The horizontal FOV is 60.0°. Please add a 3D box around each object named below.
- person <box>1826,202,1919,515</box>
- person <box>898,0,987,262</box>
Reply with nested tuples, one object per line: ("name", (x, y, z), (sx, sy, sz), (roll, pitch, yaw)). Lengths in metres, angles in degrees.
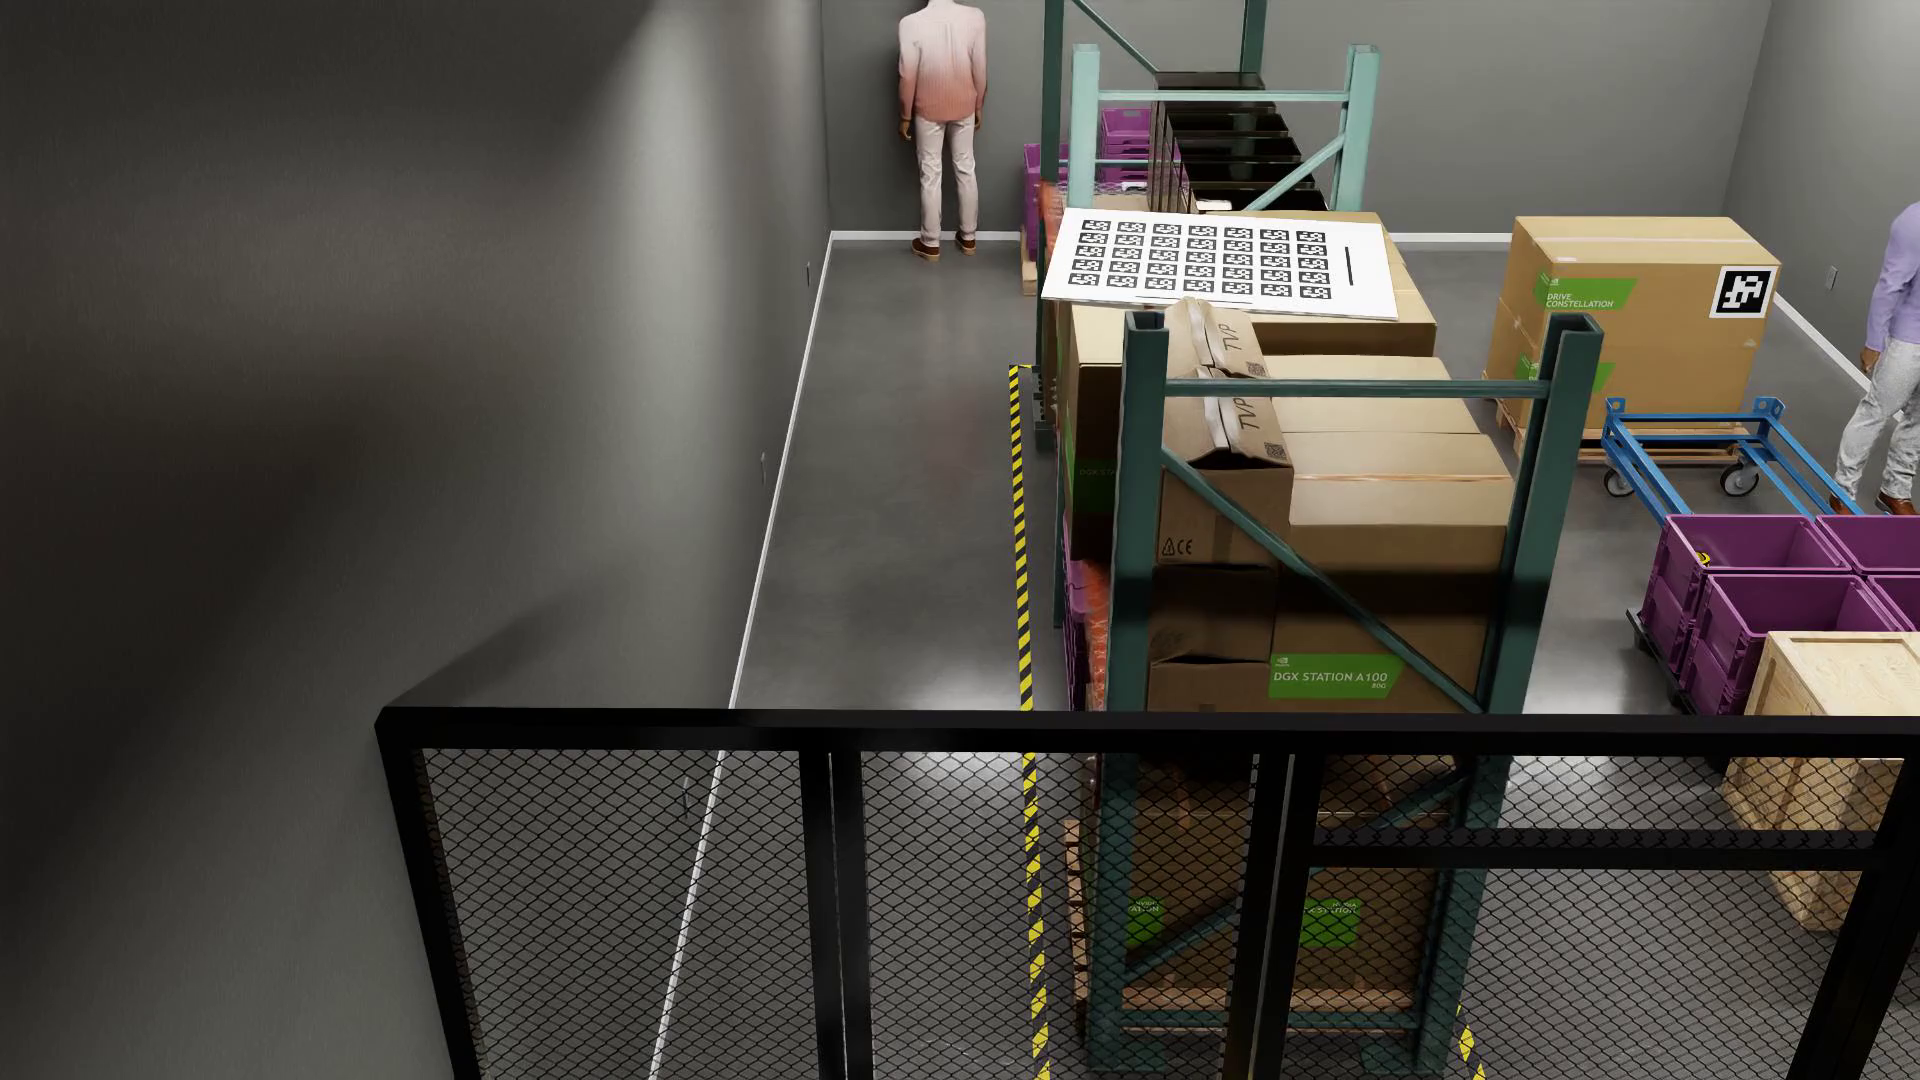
("person", (4.532, -0.938, 7.774), (0.635, 1.937, 0.353), (-1, 31, -2))
("person", (-0.120, -2.814, 10.835), (0.610, 1.996, 0.386), (-11, 33, -18))
